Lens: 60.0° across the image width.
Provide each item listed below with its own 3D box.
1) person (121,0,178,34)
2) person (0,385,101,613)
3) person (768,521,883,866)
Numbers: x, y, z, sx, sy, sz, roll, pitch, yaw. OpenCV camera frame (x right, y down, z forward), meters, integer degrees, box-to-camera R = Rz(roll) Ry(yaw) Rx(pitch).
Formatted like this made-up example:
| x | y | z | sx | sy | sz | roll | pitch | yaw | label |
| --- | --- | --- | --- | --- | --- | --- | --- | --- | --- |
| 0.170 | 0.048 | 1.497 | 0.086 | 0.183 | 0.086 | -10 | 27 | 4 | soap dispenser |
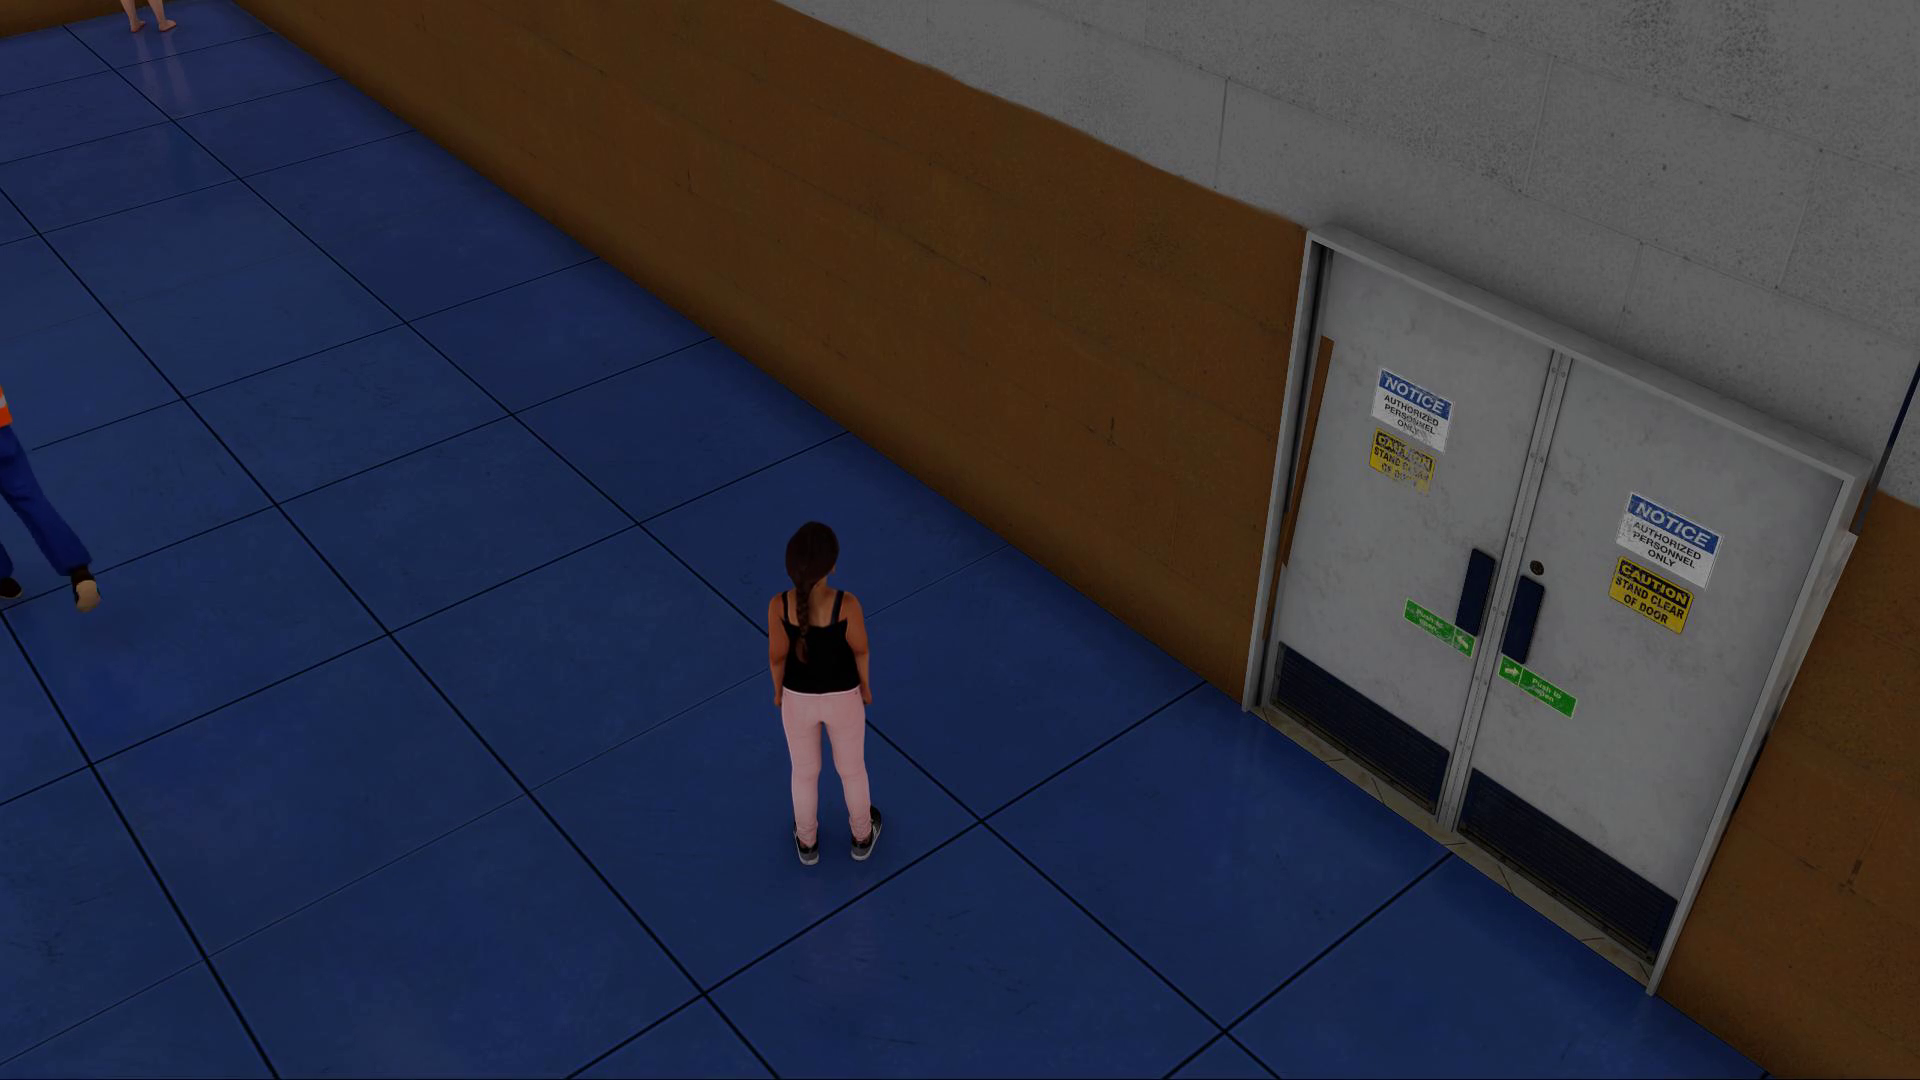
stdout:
| x | y | z | sx | sy | sz | roll | pitch | yaw | label |
| --- | --- | --- | --- | --- | --- | --- | --- | --- | --- |
| -6.811 | -4.957 | 13.503 | 0.648 | 1.650 | 0.734 | -2 | 37 | -2 | person |
| -4.308 | -0.423 | 7.302 | 0.973 | 1.843 | 1.144 | 20 | 41 | 24 | person |
| -0.513 | 0.589 | 6.185 | 0.602 | 1.564 | 0.676 | 0 | 37 | 0 | person |
